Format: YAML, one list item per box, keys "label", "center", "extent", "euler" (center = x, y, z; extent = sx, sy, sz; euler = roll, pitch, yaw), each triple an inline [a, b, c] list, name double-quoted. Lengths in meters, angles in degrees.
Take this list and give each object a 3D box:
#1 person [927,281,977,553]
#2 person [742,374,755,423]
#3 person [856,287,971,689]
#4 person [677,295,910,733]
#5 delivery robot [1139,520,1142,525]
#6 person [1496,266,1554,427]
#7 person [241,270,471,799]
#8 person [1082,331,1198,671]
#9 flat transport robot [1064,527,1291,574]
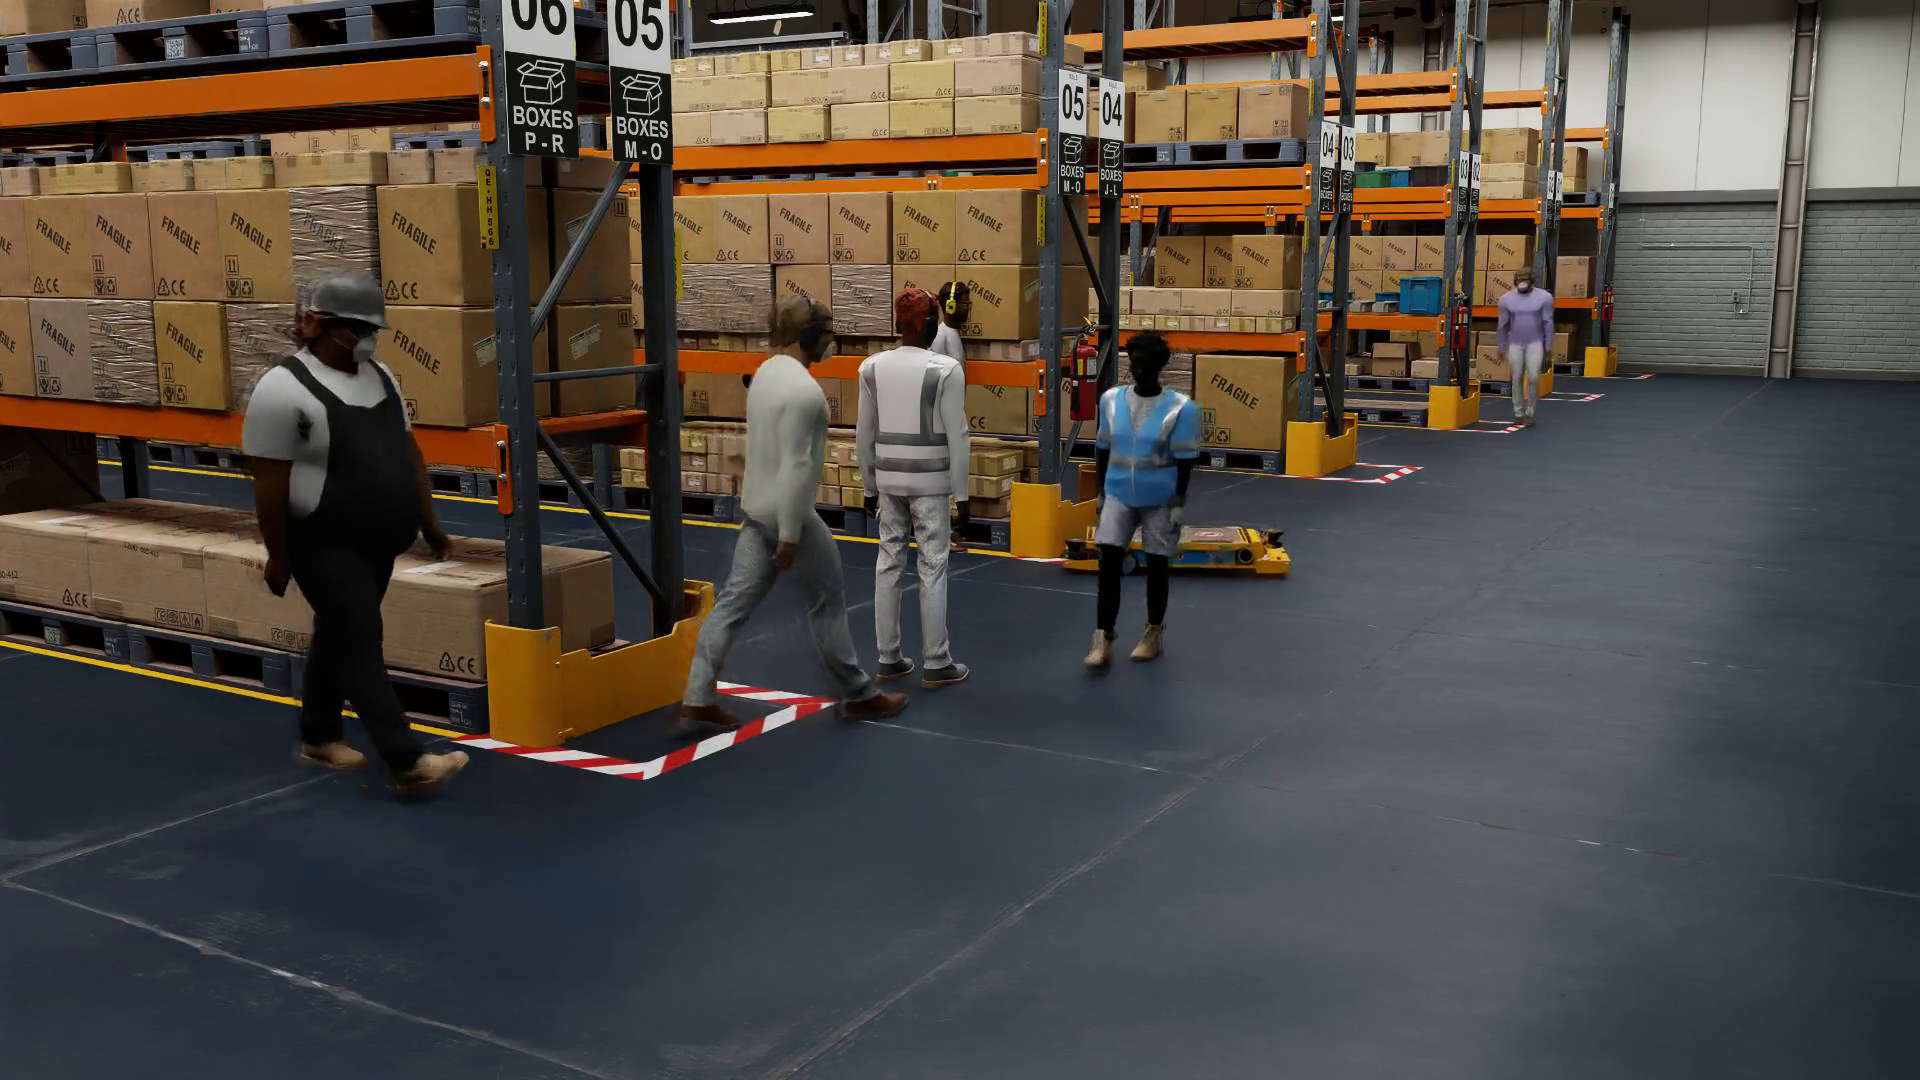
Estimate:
- label: "person"
  center: [-0.064, -0.842, 11.452]
  extent: [0.333, 1.860, 0.510]
  euler: [2, 10, 13]
- label: "person"
  center: [-1.877, -1.650, 16.230]
  extent: [0.429, 1.844, 0.627]
  euler: [9, 13, 44]
- label: "person"
  center: [-0.213, -0.242, 7.859]
  extent: [0.583, 1.882, 0.337]
  euler: [5, 11, 29]
- label: "person"
  center: [-0.756, -0.099, 7.085]
  extent: [1.068, 1.876, 0.654]
  euler: [-5, 11, -26]
- label: "delivery robot"
  center: [1.253, -0.252, 11.528]
  extent: [0.477, 0.478, 0.707]
  euler: [1, 10, 5]
- label: "person"
  center: [6.697, -2.293, 19.774]
  extent: [0.655, 1.911, 0.666]
  euler: [5, 11, 25]
- label: "person"
  center: [-2.248, -0.060, 6.335]
  extent: [0.995, 2.000, 0.679]
  euler: [3, 10, 17]
- label: "person"
  center: [0.865, -0.177, 8.091]
  extent: [0.544, 1.659, 0.750]
  euler: [5, 11, 25]
- label: "flat transport robot"
  center: [1.402, 0.052, 10.854]
  extent: [1.431, 0.197, 0.652]
  euler: [1, 10, 5]
